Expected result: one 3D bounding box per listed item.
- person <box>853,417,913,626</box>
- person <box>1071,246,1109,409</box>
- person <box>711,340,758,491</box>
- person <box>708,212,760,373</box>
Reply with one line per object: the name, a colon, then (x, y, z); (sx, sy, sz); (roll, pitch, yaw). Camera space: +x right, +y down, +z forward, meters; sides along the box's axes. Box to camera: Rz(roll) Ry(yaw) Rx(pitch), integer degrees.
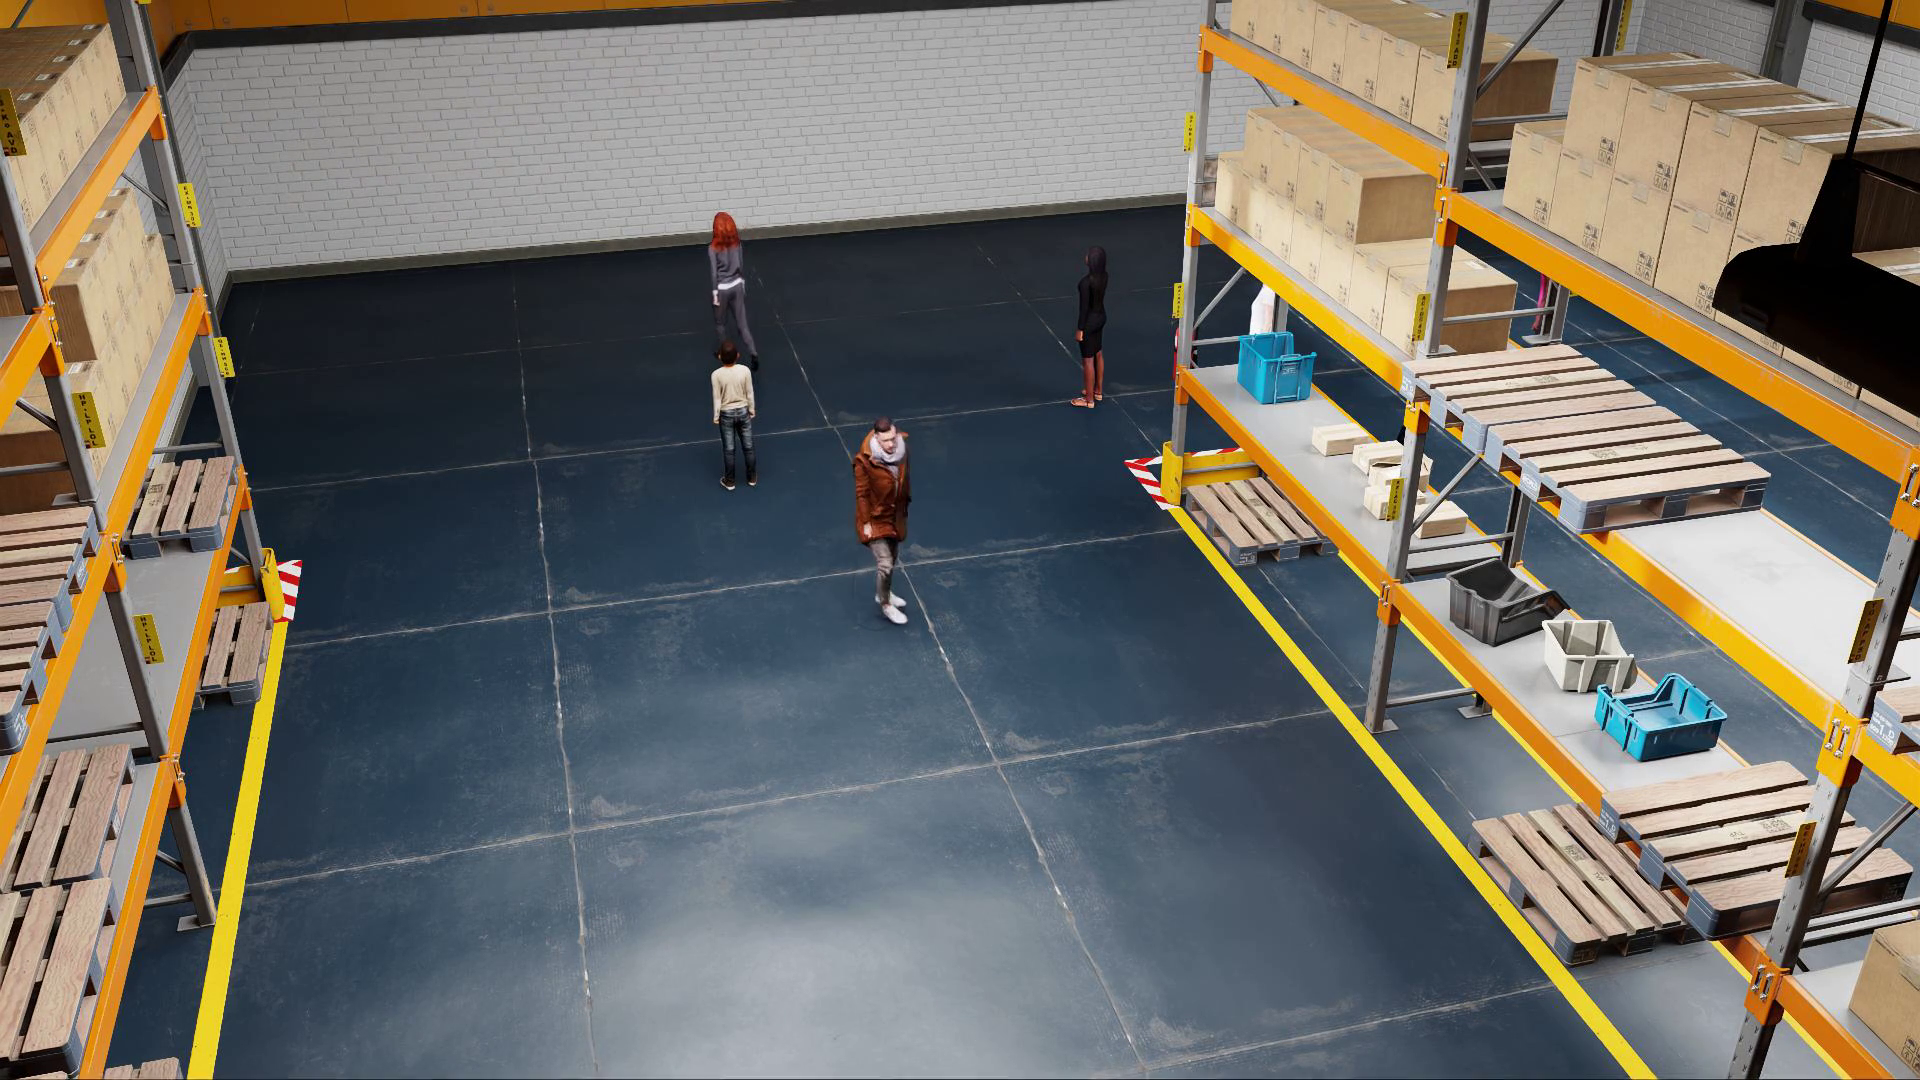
person: (-0.672, -0.173, 13.334); (0.932, 1.813, 0.886); (20, 34, 32)
person: (1.355, -2.217, 17.177); (0.727, 1.721, 0.670); (16, 32, 27)
person: (-2.105, -1.170, 15.525); (0.570, 1.465, 0.527); (-10, 30, -18)
person: (-2.449, -2.627, 17.898); (0.873, 1.750, 1.186); (-19, 34, -30)
